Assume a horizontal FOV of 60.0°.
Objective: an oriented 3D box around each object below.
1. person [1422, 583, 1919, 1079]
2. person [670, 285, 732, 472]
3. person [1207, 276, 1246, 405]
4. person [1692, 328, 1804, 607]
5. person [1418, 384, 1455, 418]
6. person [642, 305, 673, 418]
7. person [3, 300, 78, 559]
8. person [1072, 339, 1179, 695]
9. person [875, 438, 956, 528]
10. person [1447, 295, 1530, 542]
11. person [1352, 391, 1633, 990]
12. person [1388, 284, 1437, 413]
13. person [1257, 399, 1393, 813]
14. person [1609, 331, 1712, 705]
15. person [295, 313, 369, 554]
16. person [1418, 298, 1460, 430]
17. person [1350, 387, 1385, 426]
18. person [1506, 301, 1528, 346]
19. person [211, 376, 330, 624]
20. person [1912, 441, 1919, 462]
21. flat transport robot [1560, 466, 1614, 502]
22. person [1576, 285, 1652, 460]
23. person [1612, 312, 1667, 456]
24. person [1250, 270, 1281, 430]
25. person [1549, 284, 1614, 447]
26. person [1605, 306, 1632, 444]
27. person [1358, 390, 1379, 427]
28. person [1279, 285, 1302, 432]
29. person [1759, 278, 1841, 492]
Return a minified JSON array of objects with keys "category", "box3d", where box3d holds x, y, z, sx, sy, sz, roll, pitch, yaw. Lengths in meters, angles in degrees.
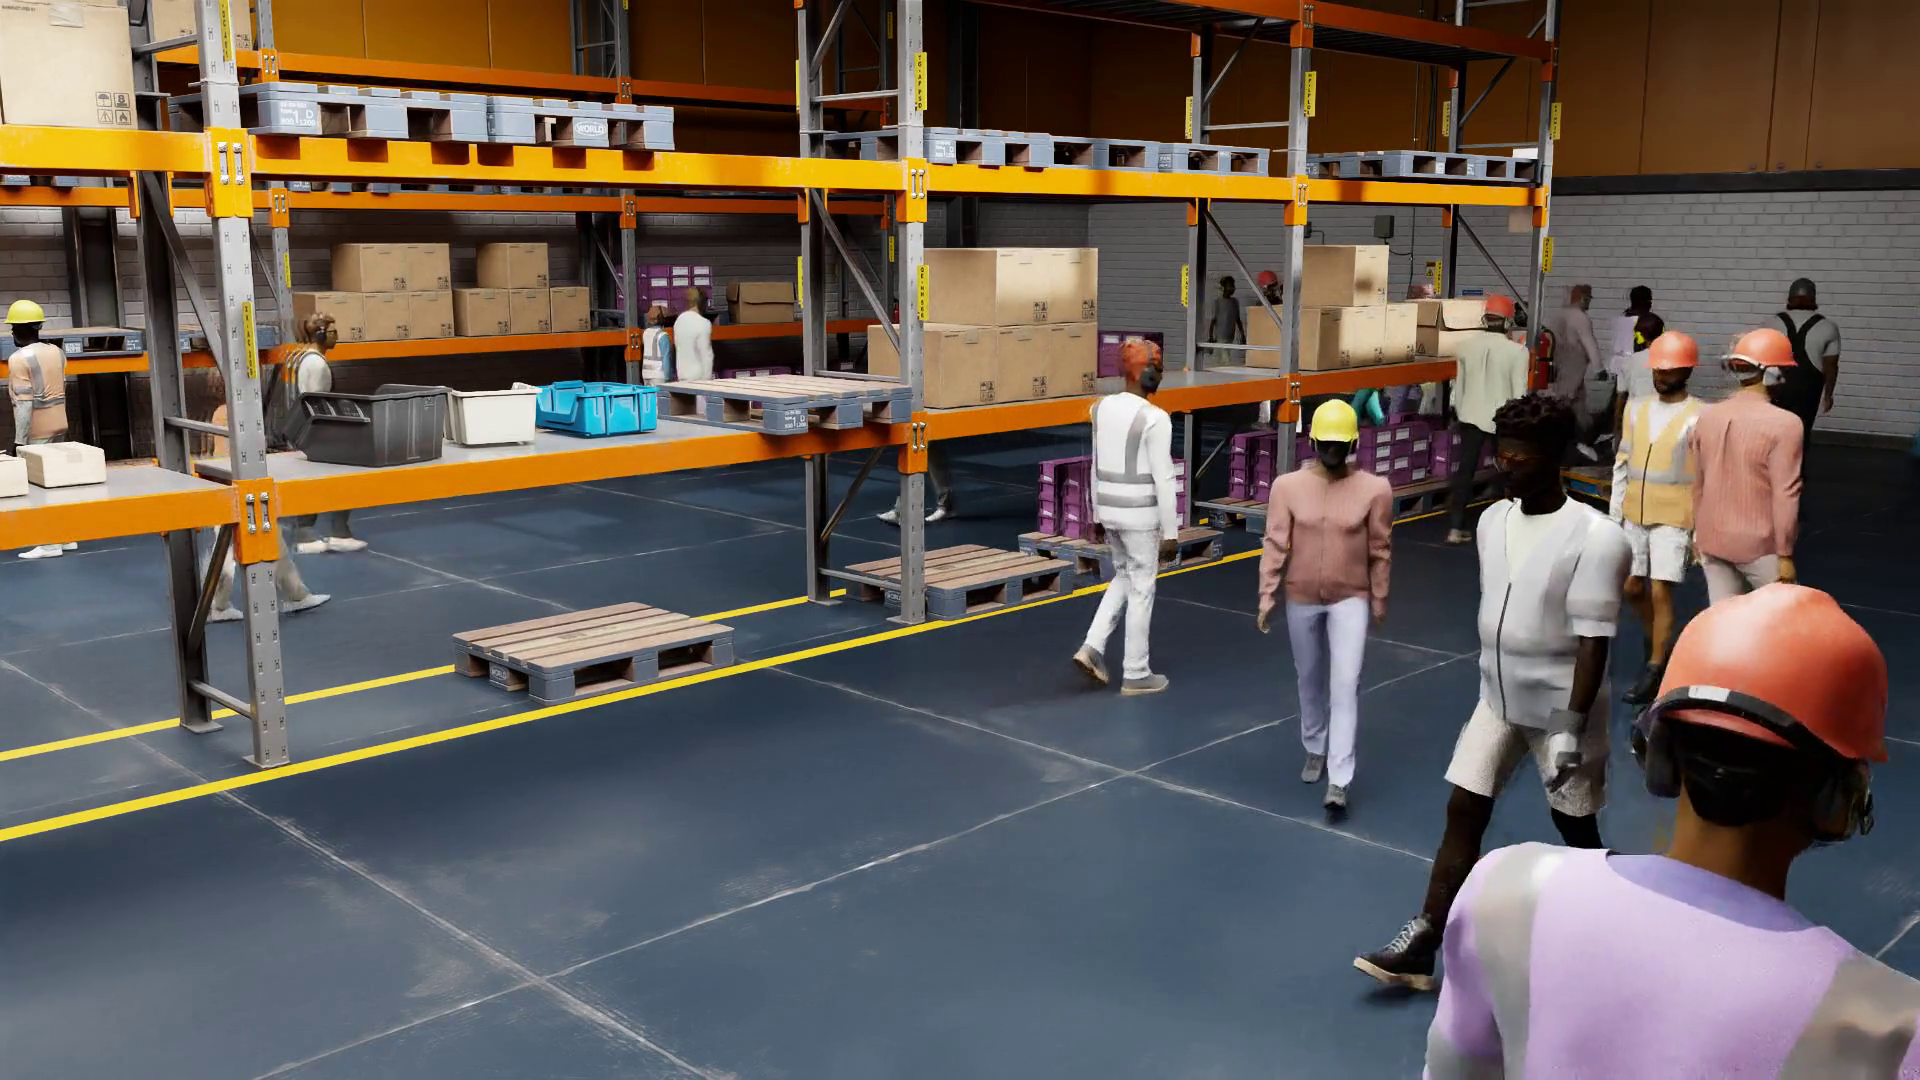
[{"category":"person","box3d":[0.743,1.059,1.957,0.793,2.008,0.666,-9,14,-42]},{"category":"person","box3d":[-2.741,-1.632,16.904,0.854,1.916,0.635,-8,13,-36]},{"category":"person","box3d":[3.851,-2.840,23.742,0.515,1.822,0.969,-9,14,-40]},{"category":"person","box3d":[3.679,0.008,7.761,0.433,1.976,0.645,-4,11,-19]},{"category":"person","box3d":[5.307,-1.823,18.439,0.493,1.722,0.522,2,11,9]},{"category":"person","box3d":[-3.390,-1.804,18.614,0.319,1.628,0.519,-8,13,-37]},{"category":"person","box3d":[-6.884,-0.821,12.431,0.363,1.928,0.587,0,10,0]},{"category":"person","box3d":[0.895,-0.100,8.632,0.432,1.876,0.613,-7,12,-33]},{"category":"person","box3d":[-0.393,-1.042,13.751,0.959,1.876,0.608,-8,13,-39]},{"category":"person","box3d":[4.209,-0.961,13.180,0.639,1.934,1.067,9,14,40]},{"category":"person","box3d":[1.711,0.513,5.150,0.953,1.918,0.633,-5,12,-27]},{"category":"person","box3d":[5.245,-1.972,18.906,0.976,1.852,0.664,-7,12,-33]},{"category":"person","box3d":[1.529,0.272,7.026,0.540,1.720,0.889,4,11,19]},{"category":"person","box3d":[3.670,-0.119,8.676,0.586,1.953,0.564,-6,12,-31]},{"category":"person","box3d":[-4.763,-0.793,12.572,0.661,1.818,0.560,-6,12,-28]},{"category":"person","box3d":[4.927,-1.571,16.955,0.824,1.784,0.612,3,11,16]},{"category":"person","box3d":[4.290,-1.703,17.857,0.978,1.702,0.564,-1,10,-7]},{"category":"person","box3d":[6.151,-1.778,18.293,0.338,1.690,0.547,-5,12,-26]},{"category":"person","box3d":[-4.390,-0.300,10.437,0.545,1.602,0.782,10,14,44]},{"category":"person","box3d":[10.457,-1.635,17.239,0.591,1.789,0.991,-9,13,-39]},{"category":"flat transport robot","box3d":[5.991,-0.502,15.210,0.652,0.197,1.431,-2,11,-8]},{"category":"person","box3d":[7.097,-1.763,17.702,0.938,1.889,0.597,-1,10,-7]},{"category":"person","box3d":[5.147,-0.779,12.449,0.538,1.838,0.536,9,14,40]},{"category":"person","box3d":[3.826,-2.337,20.545,0.636,1.979,0.481,-9,14,-40]},{"category":"person","box3d":[6.955,-1.928,18.661,0.971,1.852,0.654,0,10,-1]},{"category":"person","box3d":[7.719,-1.878,19.099,0.511,1.605,0.550,-5,11,-25]},{"category":"person","box3d":[5.035,-2.185,20.522,0.397,1.684,0.539,5,12,26]},{"category":"person","box3d":[3.831,-2.041,19.277,0.317,1.861,0.516,0,10,2]},{"category":"person","box3d":[7.763,-1.434,15.462,0.715,2.000,0.539,6,12,29]}]
